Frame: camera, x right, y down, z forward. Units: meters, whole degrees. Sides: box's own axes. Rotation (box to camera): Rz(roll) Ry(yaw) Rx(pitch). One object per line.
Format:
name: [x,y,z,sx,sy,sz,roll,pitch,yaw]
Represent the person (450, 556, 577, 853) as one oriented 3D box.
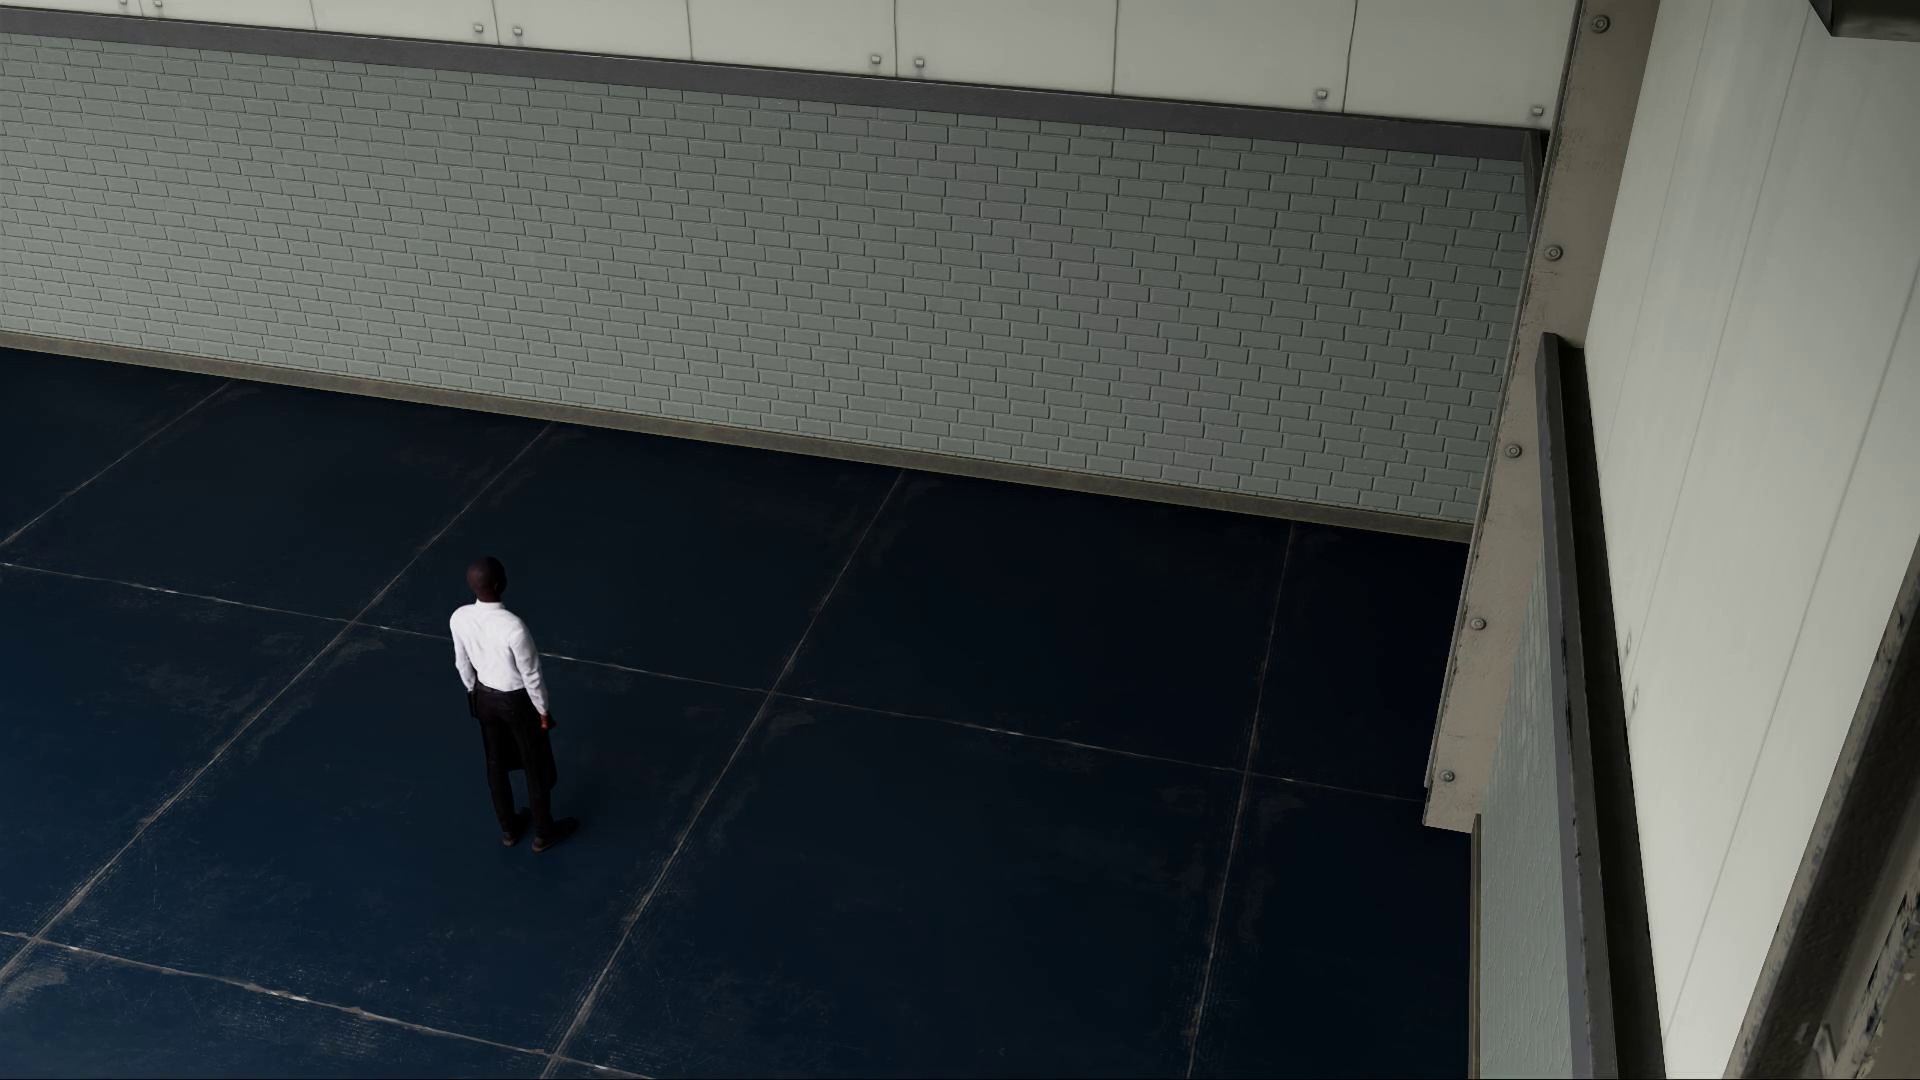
person: [-2.430,0.891,8.931,0.650,1.837,0.542,11,34,16]
